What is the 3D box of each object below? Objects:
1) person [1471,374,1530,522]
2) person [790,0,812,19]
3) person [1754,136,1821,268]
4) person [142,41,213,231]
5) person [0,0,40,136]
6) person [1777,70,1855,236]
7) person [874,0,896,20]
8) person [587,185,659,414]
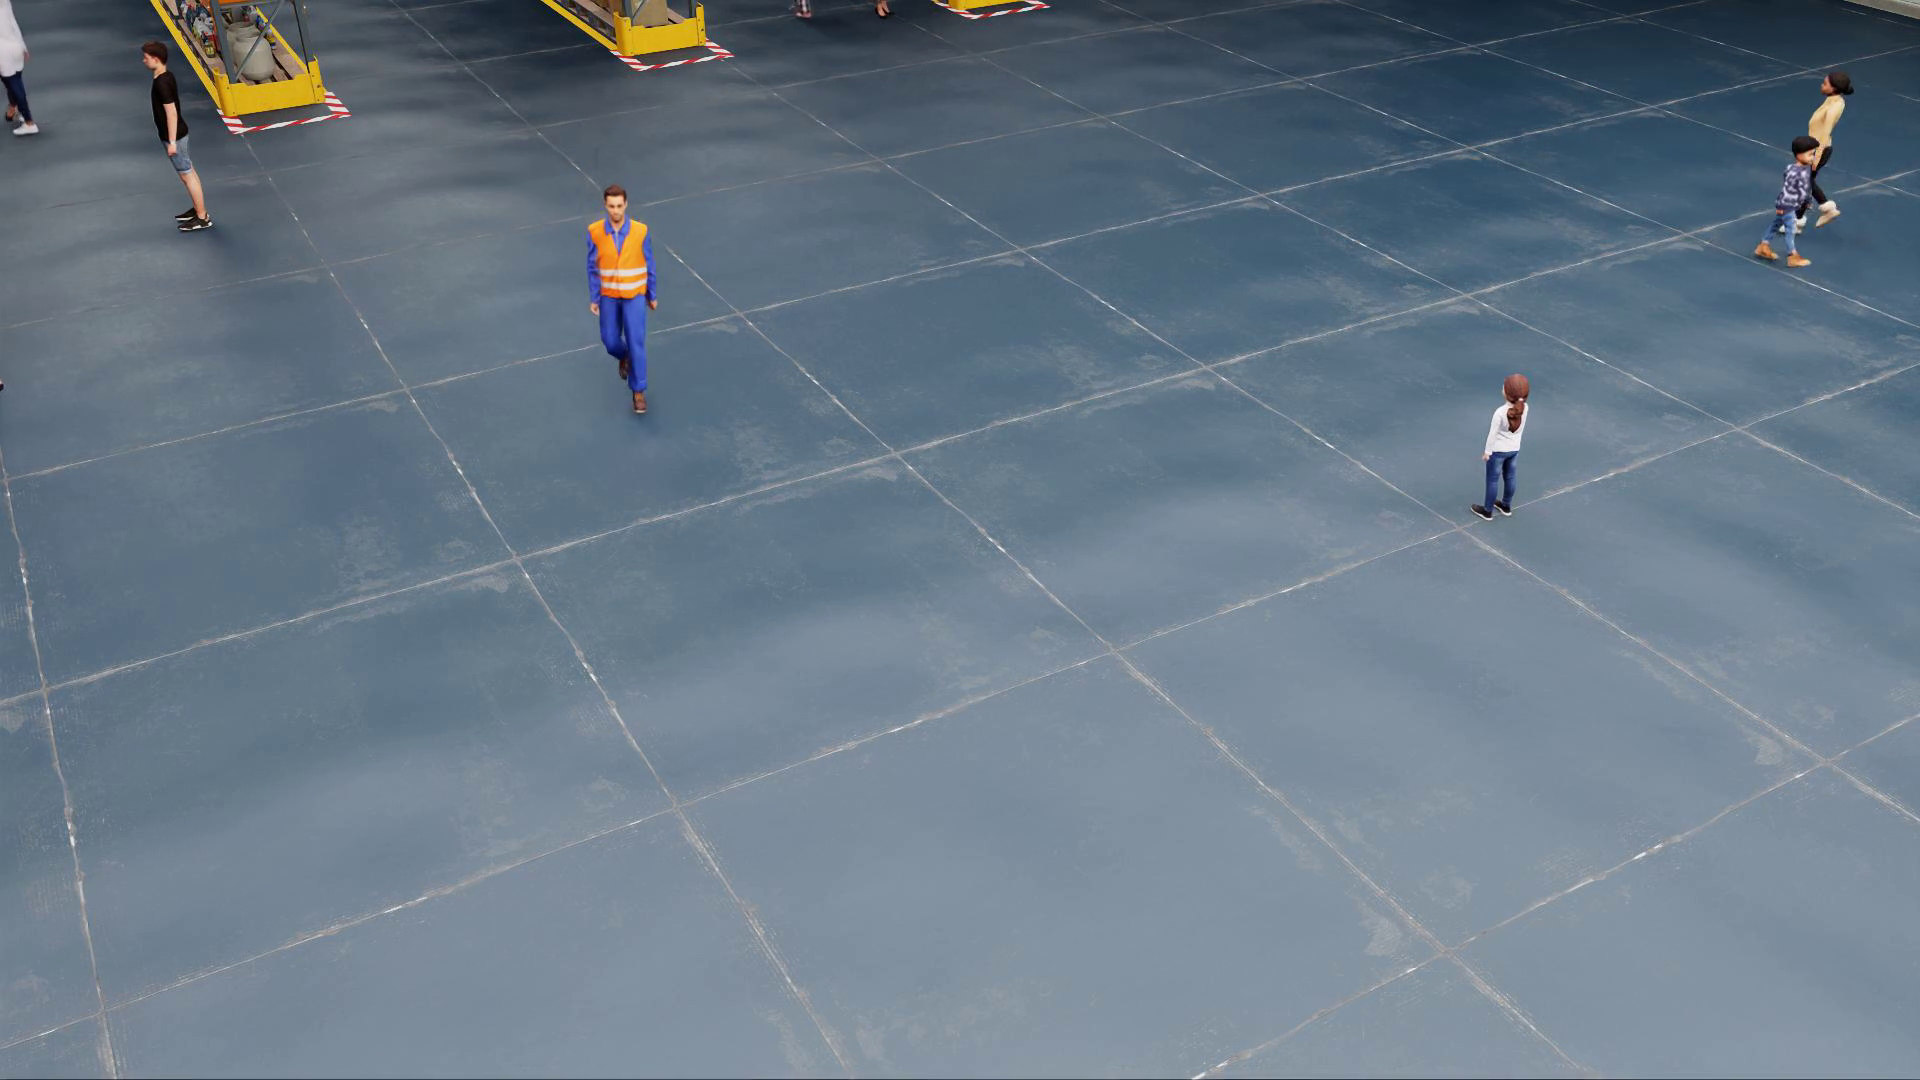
[{"bbox_3d":[3.884,-0.671,11.838,0.448,1.110,0.473,-14,35,-21],"label":"person"},{"bbox_3d":[-2.188,-8.181,23.072,0.878,1.828,0.793,23,39,32],"label":"person"},{"bbox_3d":[7.829,-3.226,15.782,0.608,1.225,0.826,-27,41,-36],"label":"person"},{"bbox_3d":[-7.750,-4.007,16.437,0.724,1.847,0.514,-14,35,-21],"label":"person"},{"bbox_3d":[-10.803,-5.517,18.925,1.078,1.745,0.974,13,35,20],"label":"person"},{"bbox_3d":[8.455,-3.757,16.226,0.912,1.649,0.801,18,36,26],"label":"person"},{"bbox_3d":[-1.076,-8.189,23.186,0.764,1.719,0.736,14,35,21],"label":"person"},{"bbox_3d":[-2.670,-1.945,13.166,0.874,1.849,1.015,-6,33,-9],"label":"person"}]
